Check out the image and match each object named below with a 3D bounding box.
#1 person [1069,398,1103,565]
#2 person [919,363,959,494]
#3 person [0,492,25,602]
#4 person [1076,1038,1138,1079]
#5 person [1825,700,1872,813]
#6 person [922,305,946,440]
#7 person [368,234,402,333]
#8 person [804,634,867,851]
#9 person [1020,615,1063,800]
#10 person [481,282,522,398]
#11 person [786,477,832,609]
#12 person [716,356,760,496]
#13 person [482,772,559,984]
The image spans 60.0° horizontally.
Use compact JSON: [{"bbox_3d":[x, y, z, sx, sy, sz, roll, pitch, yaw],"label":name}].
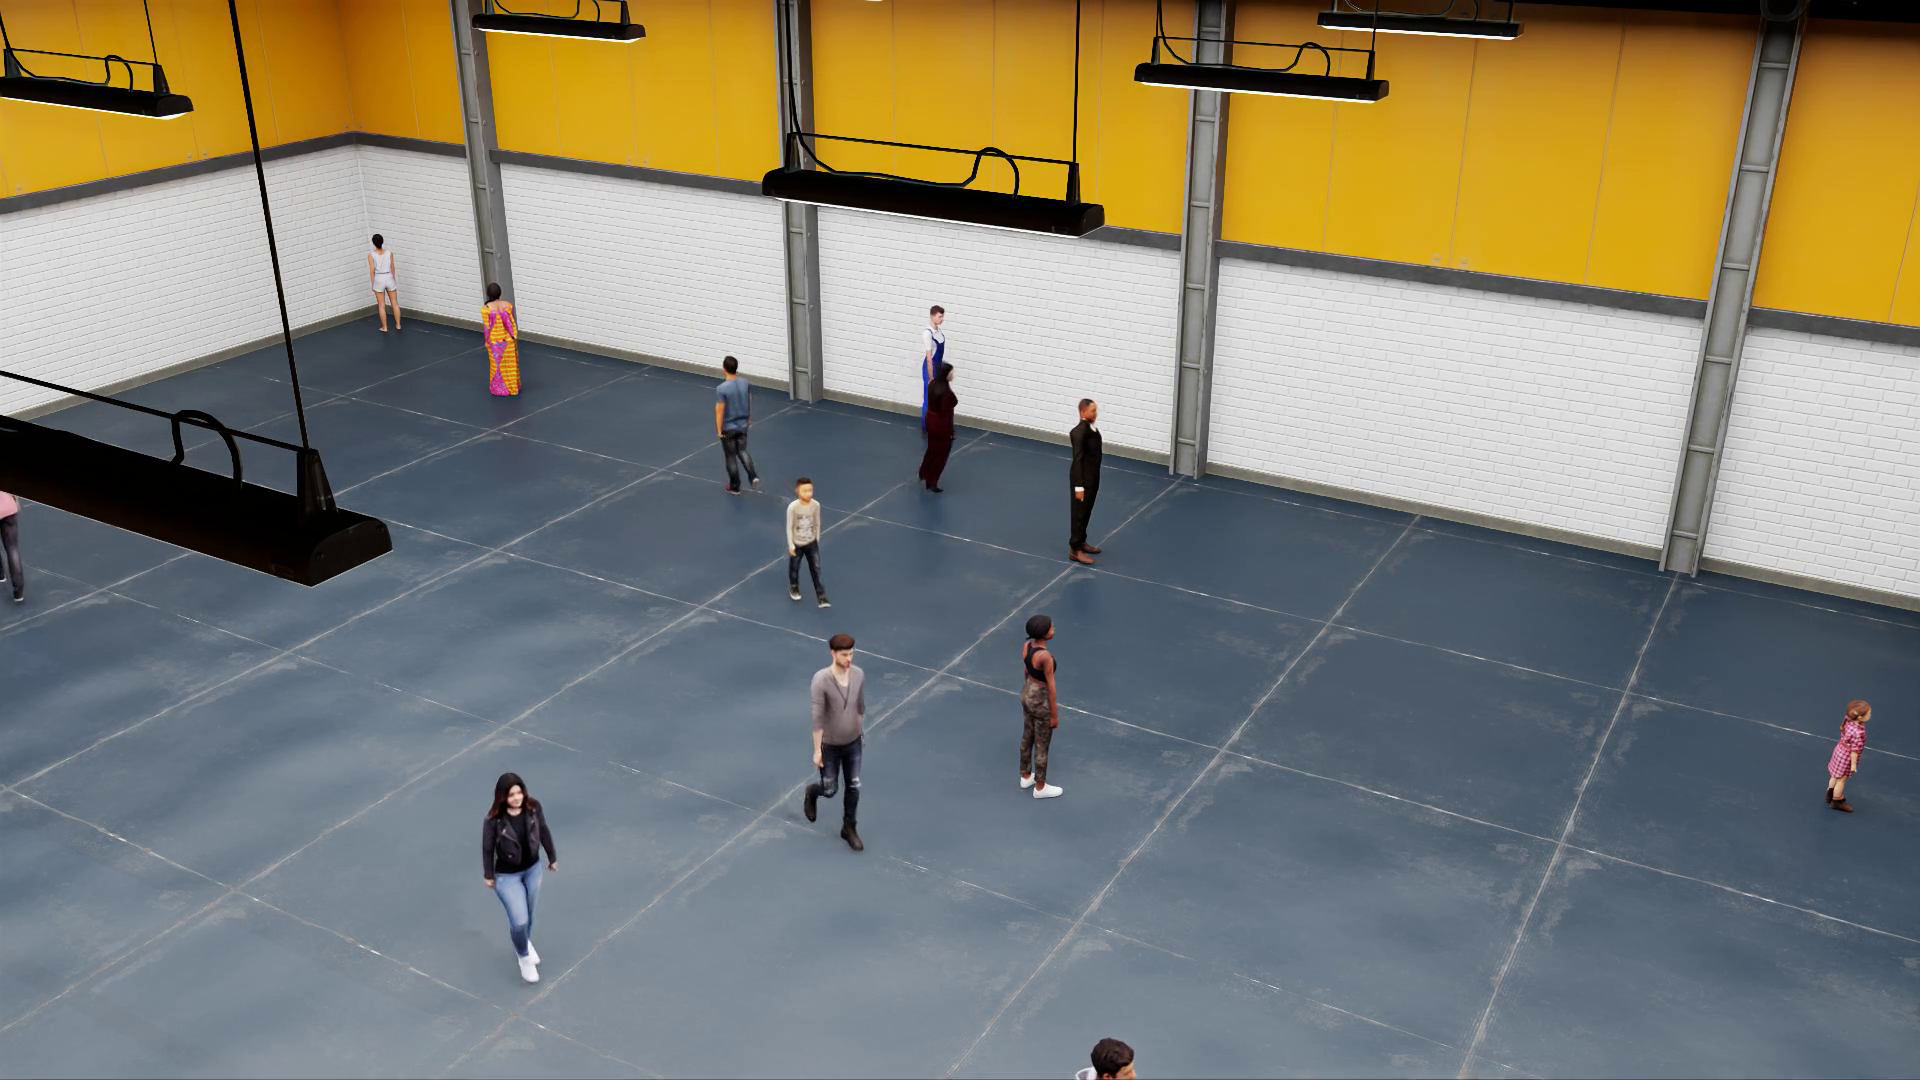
[{"bbox_3d":[1.402,-0.692,18.798,0.665,1.905,0.722,8,25,19],"label":"person"},{"bbox_3d":[-0.307,-1.383,20.615,0.983,1.716,0.880,-16,28,-32],"label":"person"},{"bbox_3d":[-10.278,-0.247,17.770,0.943,1.913,1.231,-17,29,-34],"label":"person"},{"bbox_3d":[0.763,3.516,9.146,0.709,1.926,0.737,5,24,10],"label":"person"},{"bbox_3d":[7.558,1.817,14.162,0.519,1.022,0.490,3,24,6],"label":"person"},{"bbox_3d":[-0.371,-2.292,22.526,0.650,1.849,0.683,7,24,15],"label":"person"},{"bbox_3d":[-9.438,-4.223,27.249,0.650,1.606,0.667,-15,28,-31],"label":"person"},{"bbox_3d":[-1.036,1.602,13.569,0.946,1.889,1.077,-14,27,-30],"label":"person"},{"bbox_3d":[0.672,1.406,14.255,0.724,1.700,0.624,-12,27,-26],"label":"person"},{"bbox_3d":[-6.717,-2.961,24.263,0.762,1.686,0.796,-15,28,-30],"label":"person"},{"bbox_3d":[-1.709,0.009,17.790,0.915,1.427,1.056,-10,26,-22],"label":"person"},{"bbox_3d":[-2.725,-1.383,20.506,0.799,1.802,0.906,-20,31,-38],"label":"person"},{"bbox_3d":[-3.253,2.386,12.112,0.762,1.620,0.792,-20,31,-39],"label":"person"}]
